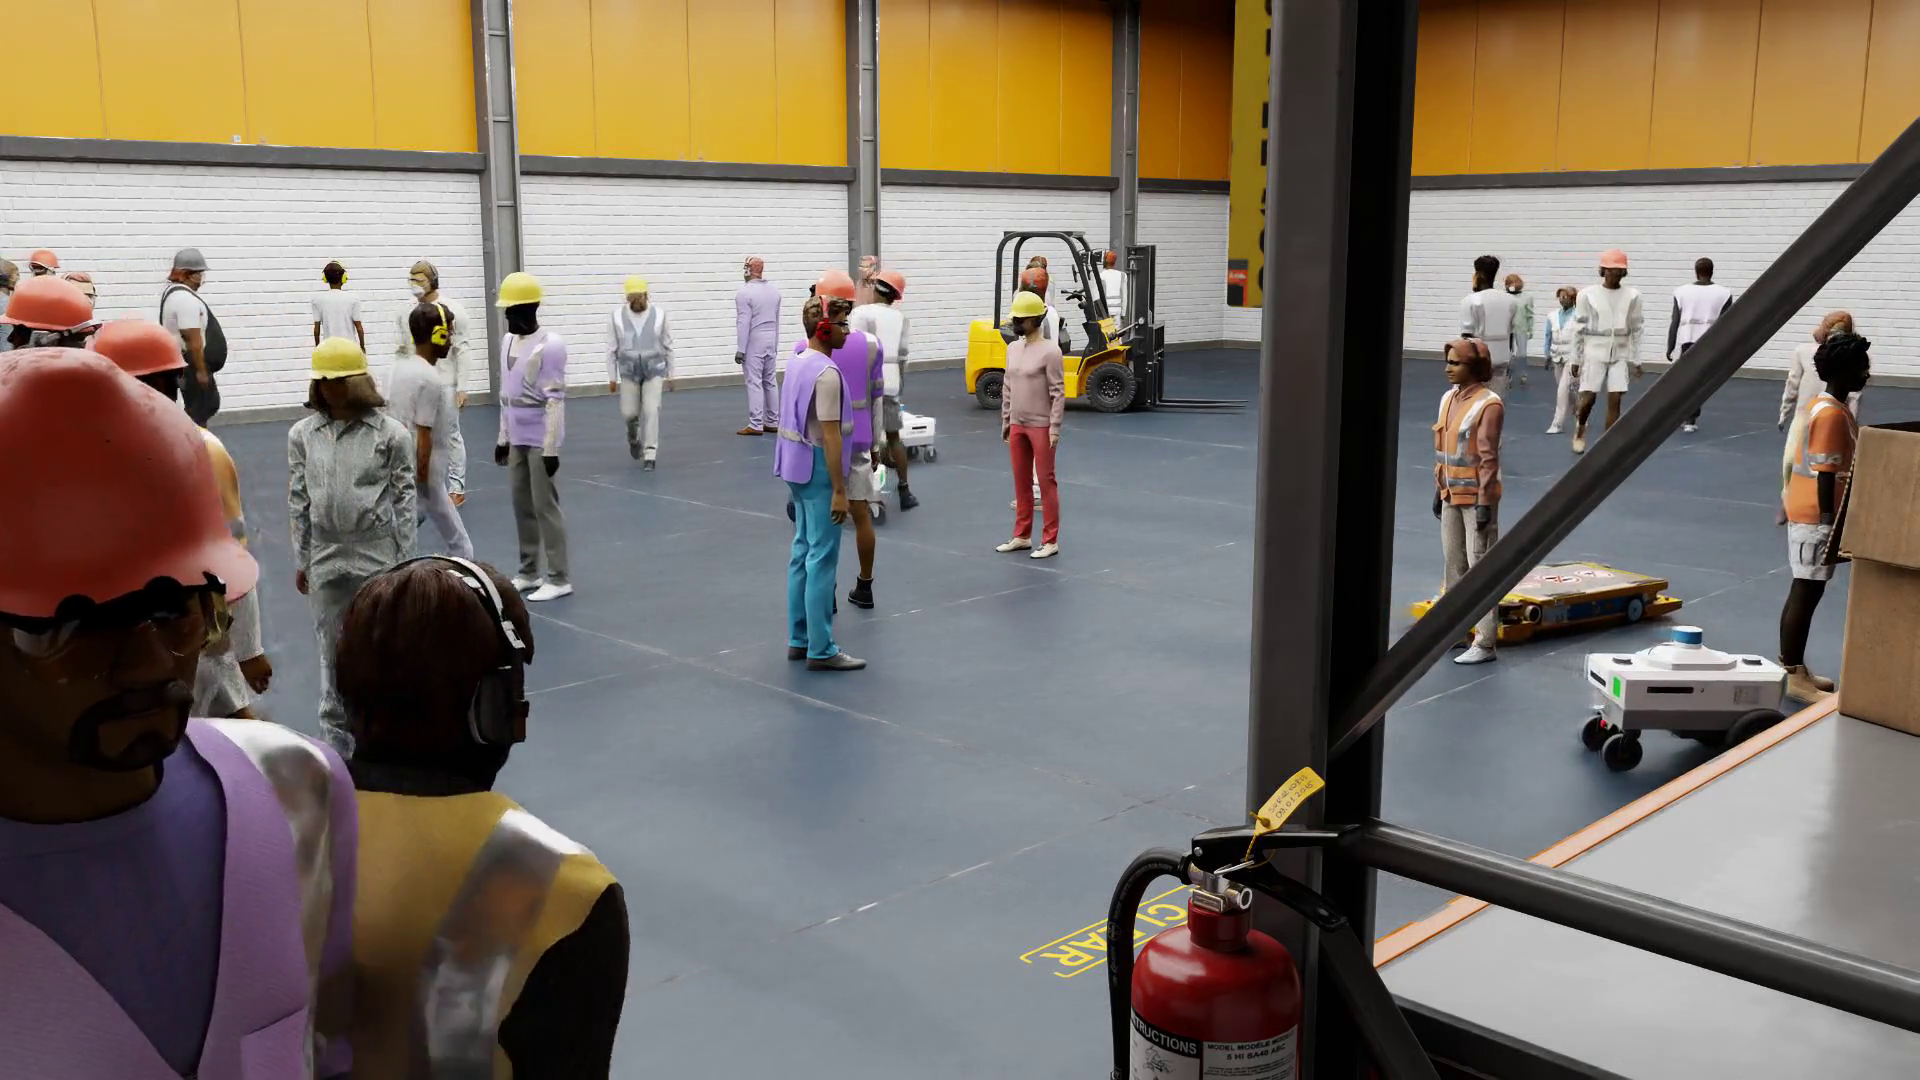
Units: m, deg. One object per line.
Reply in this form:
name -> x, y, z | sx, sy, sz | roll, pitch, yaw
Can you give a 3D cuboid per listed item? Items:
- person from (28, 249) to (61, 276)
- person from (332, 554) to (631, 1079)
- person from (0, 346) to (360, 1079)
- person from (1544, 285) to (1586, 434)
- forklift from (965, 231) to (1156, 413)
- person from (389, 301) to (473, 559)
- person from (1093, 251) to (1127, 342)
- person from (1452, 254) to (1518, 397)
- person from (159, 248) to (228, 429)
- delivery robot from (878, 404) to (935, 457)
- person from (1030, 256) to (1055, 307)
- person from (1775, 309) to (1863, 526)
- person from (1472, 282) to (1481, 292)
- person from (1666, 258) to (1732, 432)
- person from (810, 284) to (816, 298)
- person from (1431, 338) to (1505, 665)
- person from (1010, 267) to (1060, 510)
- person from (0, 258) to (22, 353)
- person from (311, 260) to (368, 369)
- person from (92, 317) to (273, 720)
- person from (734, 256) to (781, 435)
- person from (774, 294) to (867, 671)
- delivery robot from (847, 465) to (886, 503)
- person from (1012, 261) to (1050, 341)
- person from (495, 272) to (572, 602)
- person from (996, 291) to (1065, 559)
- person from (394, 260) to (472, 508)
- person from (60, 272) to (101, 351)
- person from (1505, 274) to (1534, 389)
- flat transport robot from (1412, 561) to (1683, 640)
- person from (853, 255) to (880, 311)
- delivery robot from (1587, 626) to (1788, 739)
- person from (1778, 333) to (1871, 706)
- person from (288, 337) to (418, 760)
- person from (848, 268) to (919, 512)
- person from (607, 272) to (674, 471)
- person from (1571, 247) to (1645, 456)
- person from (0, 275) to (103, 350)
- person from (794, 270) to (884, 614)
person -> -9.230, -1.942, 16.863 | 0.636, 1.984, 0.446 | 1, 10, 4
person -> -0.685, 0.929, 1.841 | 0.634, 1.786, 0.939 | 3, 11, 18
person -> -0.731, 0.849, 1.505 | 0.394, 2.042, 0.611 | 5, 12, 27
person -> 6.636, -1.966, 18.064 | 0.808, 1.603, 0.522 | -7, 13, -35
forklift -> 1.222, -2.721, 20.561 | 2.313, 2.155, 1.214 | 2, 11, 13
person -> -2.756, -0.283, 8.336 | 1.000, 1.817, 0.536 | -10, 14, -43
person -> 2.295, -3.493, 25.623 | 0.585, 1.881, 0.344 | -4, 11, -21
person -> 4.874, -1.661, 15.446 | 0.622, 1.953, 0.412 | -3, 11, -16
person -> -6.777, -1.577, 14.743 | 0.539, 2.000, 0.708 | -6, 12, -31
delivery robot -> -0.578, -1.024, 15.529 | 0.707, 0.478, 0.477 | -9, 14, -40
person -> 1.101, -3.055, 23.344 | 0.429, 1.842, 0.636 | -3, 11, -16
person -> 6.152, -0.848, 11.914 | 0.532, 1.612, 0.357 | 8, 13, 38
person -> 7.273, -2.912, 23.242 | 0.482, 1.589, 0.822 | 3, 11, 17
person -> 8.124, -2.141, 18.257 | 0.641, 1.867, 0.874 | 6, 12, 28
person -> -1.261, -1.586, 15.765 | 0.323, 1.690, 0.535 | -7, 12, -33
person -> 2.545, -0.198, 8.358 | 0.317, 1.630, 0.511 | -3, 11, -14
person -> 0.593, -1.172, 12.966 | 0.355, 1.884, 0.575 | 3, 11, 17
person -> -8.266, -1.471, 14.455 | 0.380, 1.937, 0.633 | -8, 13, -38
person -> -6.299, -1.896, 16.934 | 0.513, 1.877, 0.328 | -1, 10, -7
person -> -2.450, 0.267, 5.117 | 0.966, 1.878, 0.542 | -9, 13, -39
person -> -2.193, -2.073, 17.814 | 0.399, 1.908, 0.642 | 7, 12, 33
person -> -0.712, -0.279, 8.197 | 0.377, 1.844, 0.567 | -4, 11, -23
delivery robot -> -0.903, -0.443, 12.361 | 0.707, 0.478, 0.477 | -1, 10, -2
person -> 0.828, -2.247, 18.935 | 0.514, 1.842, 0.328 | 8, 13, 37
person -> -2.517, -0.600, 9.750 | 0.385, 1.919, 0.596 | -10, 14, -43
person -> 0.462, -0.758, 11.032 | 0.327, 1.765, 0.531 | -9, 14, -40
person -> -4.119, -1.206, 13.004 | 0.635, 1.936, 0.354 | 3, 11, 16
person -> -5.518, -0.732, 10.517 | 0.400, 1.905, 0.643 | 1, 10, 5
person -> 7.682, -2.890, 23.096 | 0.519, 1.598, 0.458 | 3, 11, 16
flat transport robot -> 3.274, 0.318, 9.240 | 1.431, 0.197, 0.652 | -6, 12, -30
person -> -1.135, -2.565, 20.544 | 0.428, 1.887, 0.667 | -8, 13, -38
delivery robot -> 2.926, 0.591, 6.719 | 0.707, 0.478, 0.477 | 0, 10, 2
person -> 3.955, -0.099, 7.622 | 0.318, 1.695, 0.539 | 5, 12, 25
person -> -2.389, 0.073, 6.570 | 0.492, 1.738, 0.333 | 0, 10, -2
person -> -0.607, -1.139, 12.821 | 0.661, 1.882, 0.384 | -9, 14, -41
person -> -2.915, -1.547, 15.225 | 0.603, 1.808, 0.596 | -1, 10, -7
person -> 6.049, -1.718, 15.556 | 0.636, 2.028, 0.655 | 1, 10, 5
person -> -3.028, 0.102, 5.708 | 0.375, 1.997, 0.611 | 3, 11, 15
person -> -0.695, -0.549, 9.419 | 0.545, 1.938, 0.357 | -6, 12, -30
